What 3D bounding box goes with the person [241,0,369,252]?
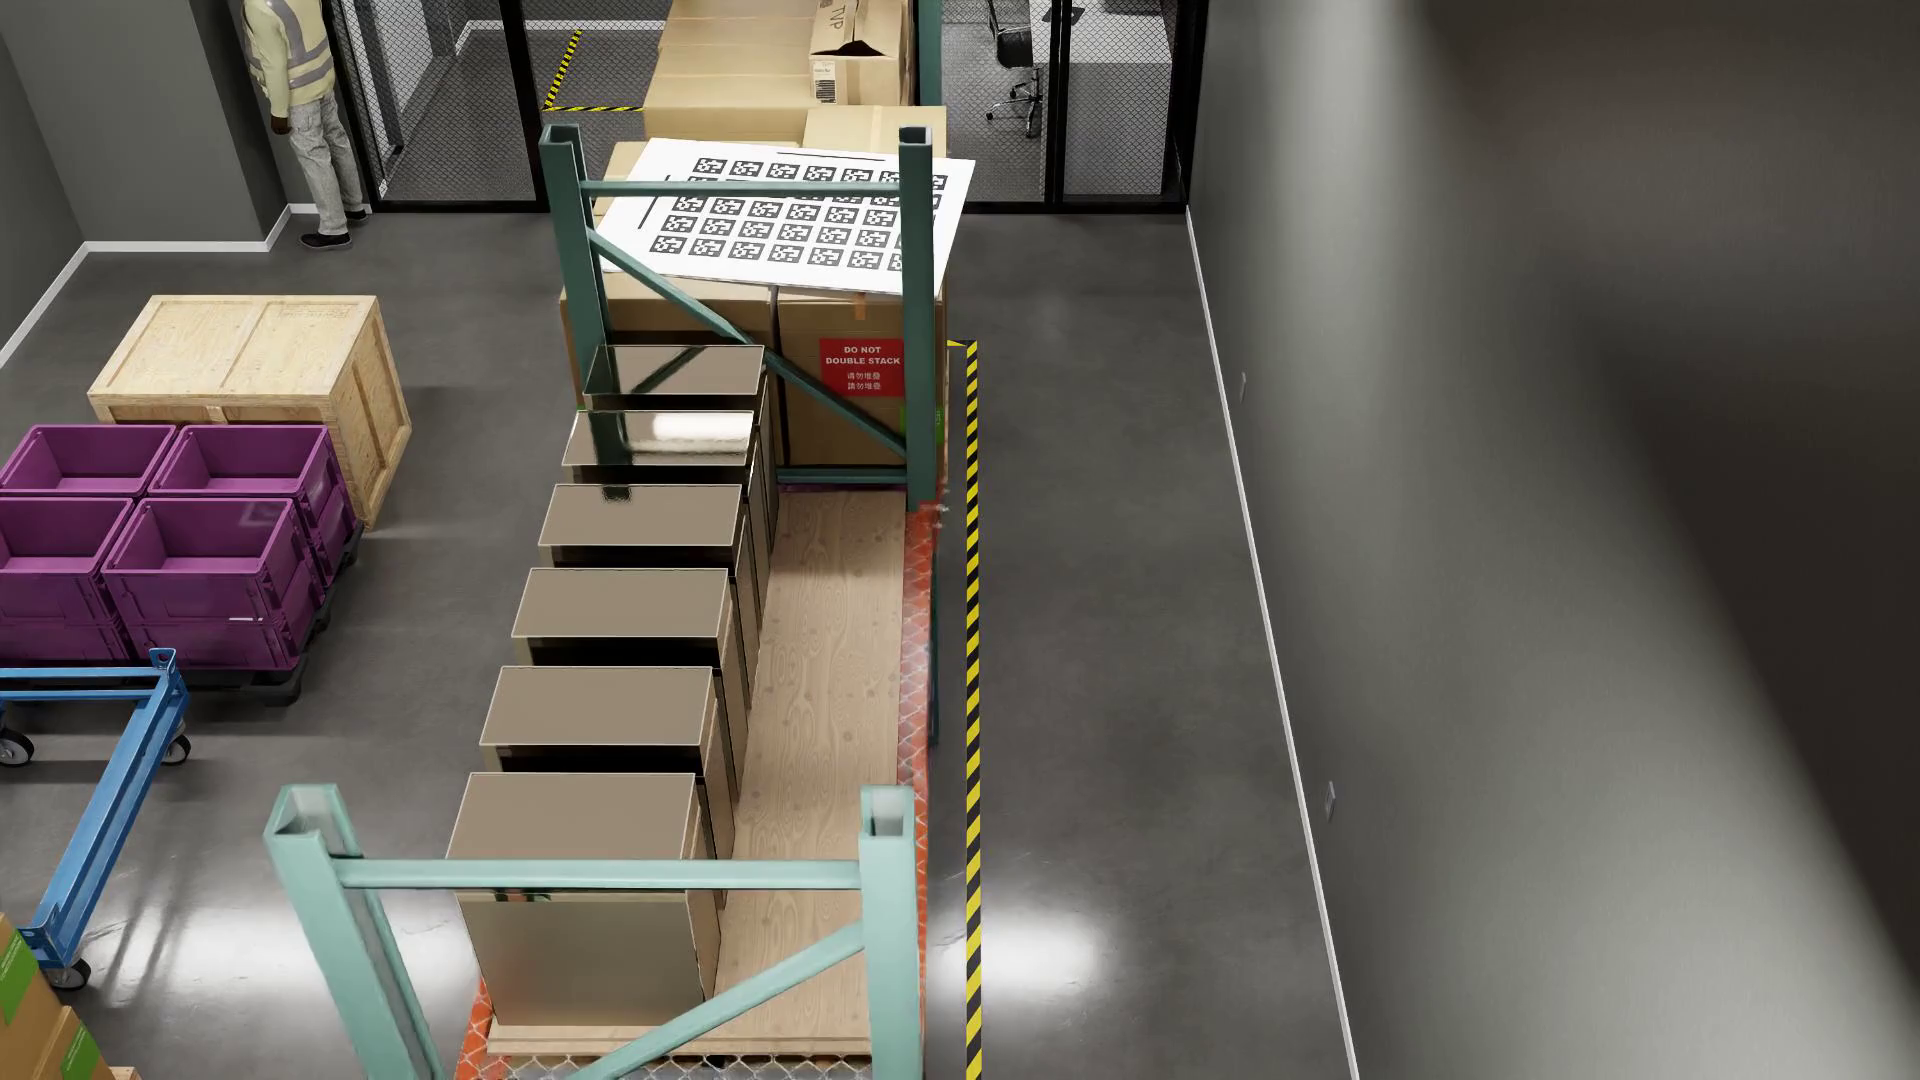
[{"bbox_3d":[-3.471,-2.392,8.700,0.404,1.833,0.590,5,41,5],"label":"person"}]
